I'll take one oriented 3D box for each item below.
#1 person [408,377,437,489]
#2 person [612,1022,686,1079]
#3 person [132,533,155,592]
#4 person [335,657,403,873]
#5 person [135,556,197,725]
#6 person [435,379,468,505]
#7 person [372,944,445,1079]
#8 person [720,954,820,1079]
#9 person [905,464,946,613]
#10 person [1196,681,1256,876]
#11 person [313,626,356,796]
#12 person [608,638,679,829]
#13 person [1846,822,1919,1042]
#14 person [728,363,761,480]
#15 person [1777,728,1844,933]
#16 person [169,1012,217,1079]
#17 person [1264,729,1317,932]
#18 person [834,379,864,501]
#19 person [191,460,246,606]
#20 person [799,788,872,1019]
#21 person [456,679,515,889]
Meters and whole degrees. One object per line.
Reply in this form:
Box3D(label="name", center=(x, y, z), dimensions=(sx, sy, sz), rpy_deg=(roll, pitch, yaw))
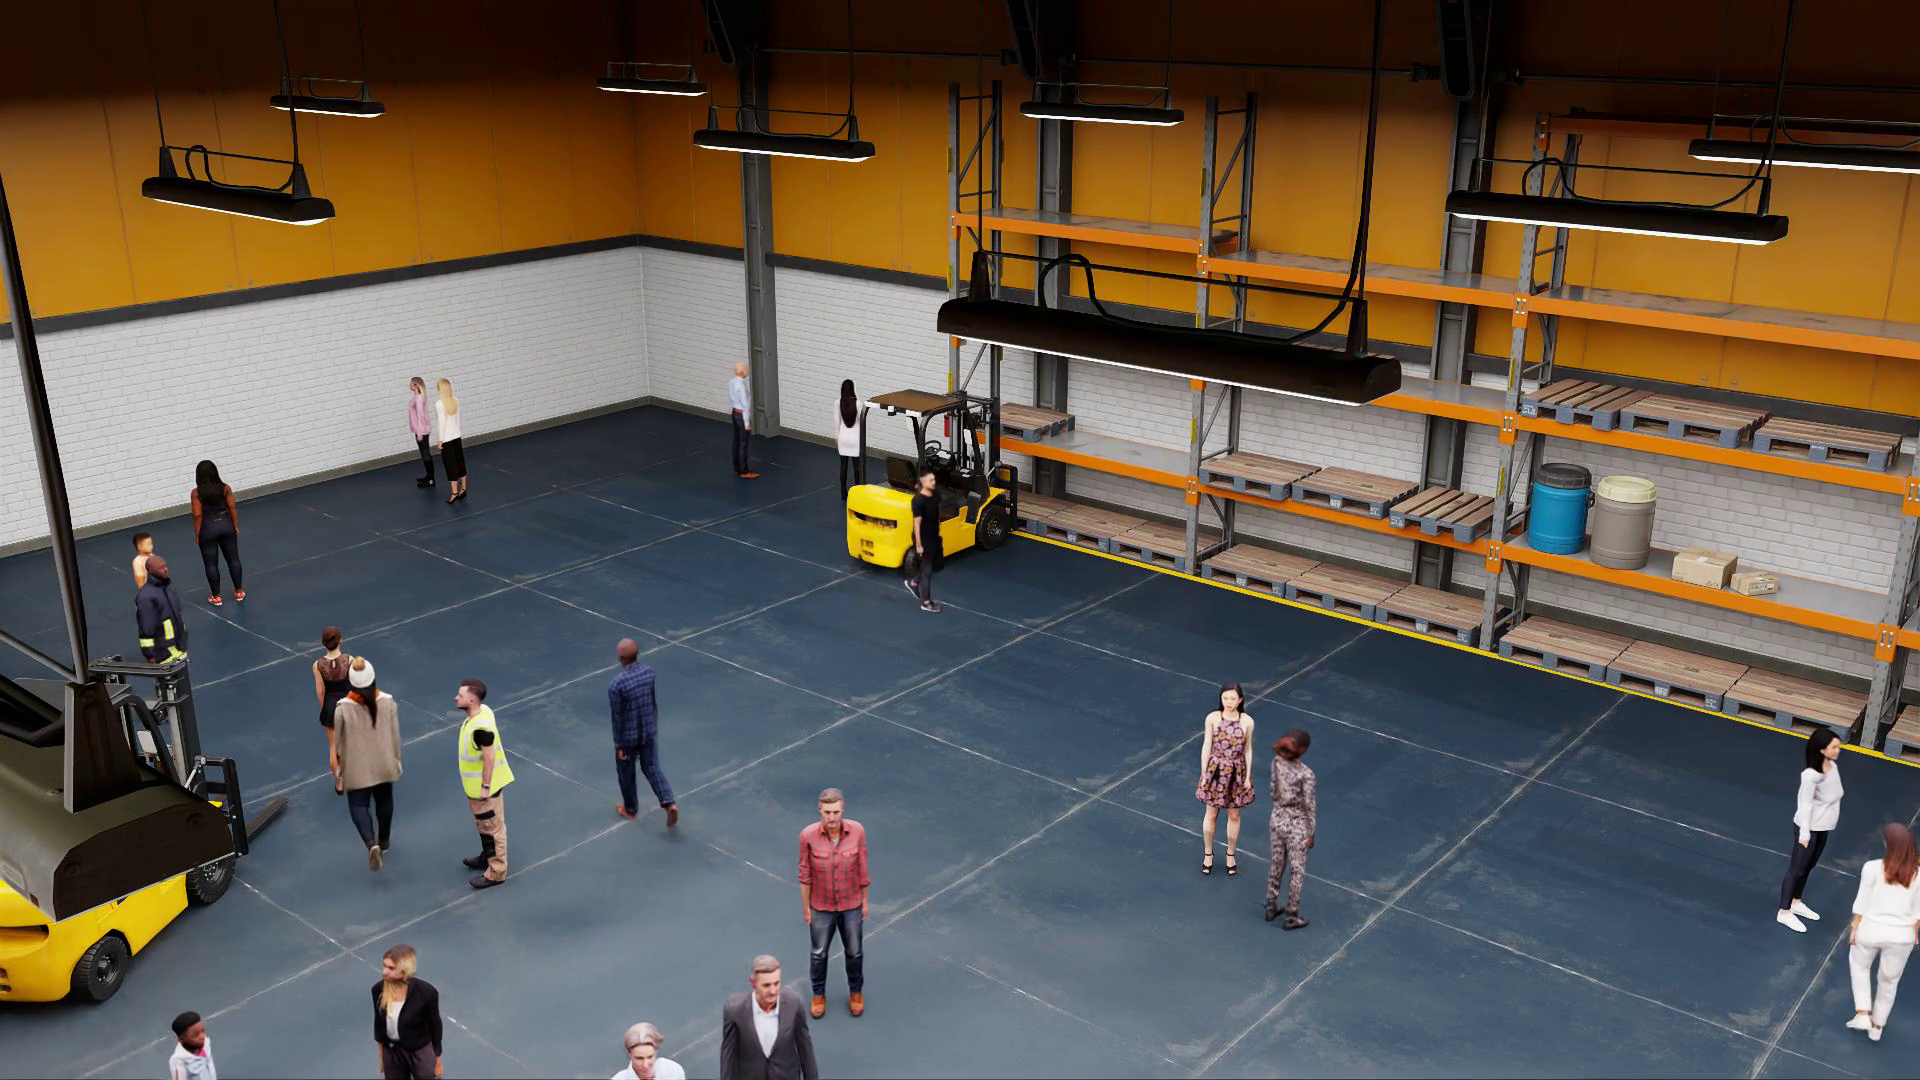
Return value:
Box3D(label="person", center=(-8.106, -1.645, 25.098), dimensions=(0.745, 1.688, 0.653), rpy_deg=(-5, 19, -14))
Box3D(label="person", center=(-1.766, 3.537, 9.485), dimensions=(0.727, 1.831, 0.675), rpy_deg=(-10, 21, -28))
Box3D(label="person", center=(-9.125, 0.616, 18.739), dimensions=(0.661, 1.460, 0.610), rpy_deg=(0, 19, -1))
Box3D(label="person", center=(-5.054, 1.914, 14.225), dimensions=(0.953, 1.881, 1.143), rpy_deg=(-10, 21, -28))
Box3D(label="person", center=(-8.201, 1.023, 16.975), dimensions=(0.960, 1.815, 0.917), rpy_deg=(1, 19, 4))
Box3D(label="person", center=(-7.432, -1.440, 24.222), dimensions=(0.627, 1.857, 0.681), rpy_deg=(7, 20, 21))
Box3D(label="person", center=(-3.459, 3.278, 10.505), dimensions=(0.639, 1.670, 0.740), rpy_deg=(3, 19, 8))
Box3D(label="person", center=(-1.203, 3.304, 10.181), dimensions=(0.887, 1.828, 0.888), rpy_deg=(-6, 20, -18))
Box3D(label="person", center=(-0.467, -0.045, 20.086), dimensions=(0.844, 1.853, 0.768), rpy_deg=(11, 21, 29))
Box3D(label="person", center=(2.257, 2.020, 14.078), dimensions=(0.781, 1.774, 0.859), rpy_deg=(2, 19, 7))
Box3D(label="person", center=(-5.775, 1.582, 15.536), dimensions=(0.679, 1.674, 0.724), rpy_deg=(-4, 19, -12))
Box3D(label="person", center=(-2.829, 1.743, 14.867), dimensions=(0.744, 1.796, 1.057), rpy_deg=(-17, 25, -41))
Box3D(label="person", center=(6.585, 2.825, 11.833), dimensions=(0.680, 1.681, 0.785), rpy_deg=(8, 20, 23))
Box3D(label="person", center=(-3.353, -1.846, 25.532), dimensions=(0.771, 1.791, 0.625), rpy_deg=(-10, 21, -28))
Box3D(label="person", center=(6.843, 2.297, 13.369), dimensions=(0.640, 1.700, 0.592), rpy_deg=(-16, 25, -40))
Box3D(label="person", center=(-4.830, 3.517, 10.454), dimensions=(0.761, 1.250, 0.613), rpy_deg=(6, 20, 18))
Box3D(label="person", center=(2.646, 2.300, 13.339), dimensions=(0.679, 1.715, 0.545), rpy_deg=(-14, 23, -36))
Box3D(label="person", center=(-1.626, -1.472, 24.395), dimensions=(0.613, 1.807, 0.743), rpy_deg=(5, 19, 14))
Box3D(label="person", center=(-9.091, -0.109, 20.333), dimensions=(0.715, 1.816, 0.687), rpy_deg=(-13, 23, -34))
Box3D(label="person", center=(-0.910, 2.631, 12.178), dimensions=(0.751, 1.829, 0.783), rpy_deg=(-3, 19, -10))
Box3D(label="person", center=(-4.019, 2.011, 13.993), dimensions=(0.907, 1.846, 0.832), rpy_deg=(-6, 19, -17))
